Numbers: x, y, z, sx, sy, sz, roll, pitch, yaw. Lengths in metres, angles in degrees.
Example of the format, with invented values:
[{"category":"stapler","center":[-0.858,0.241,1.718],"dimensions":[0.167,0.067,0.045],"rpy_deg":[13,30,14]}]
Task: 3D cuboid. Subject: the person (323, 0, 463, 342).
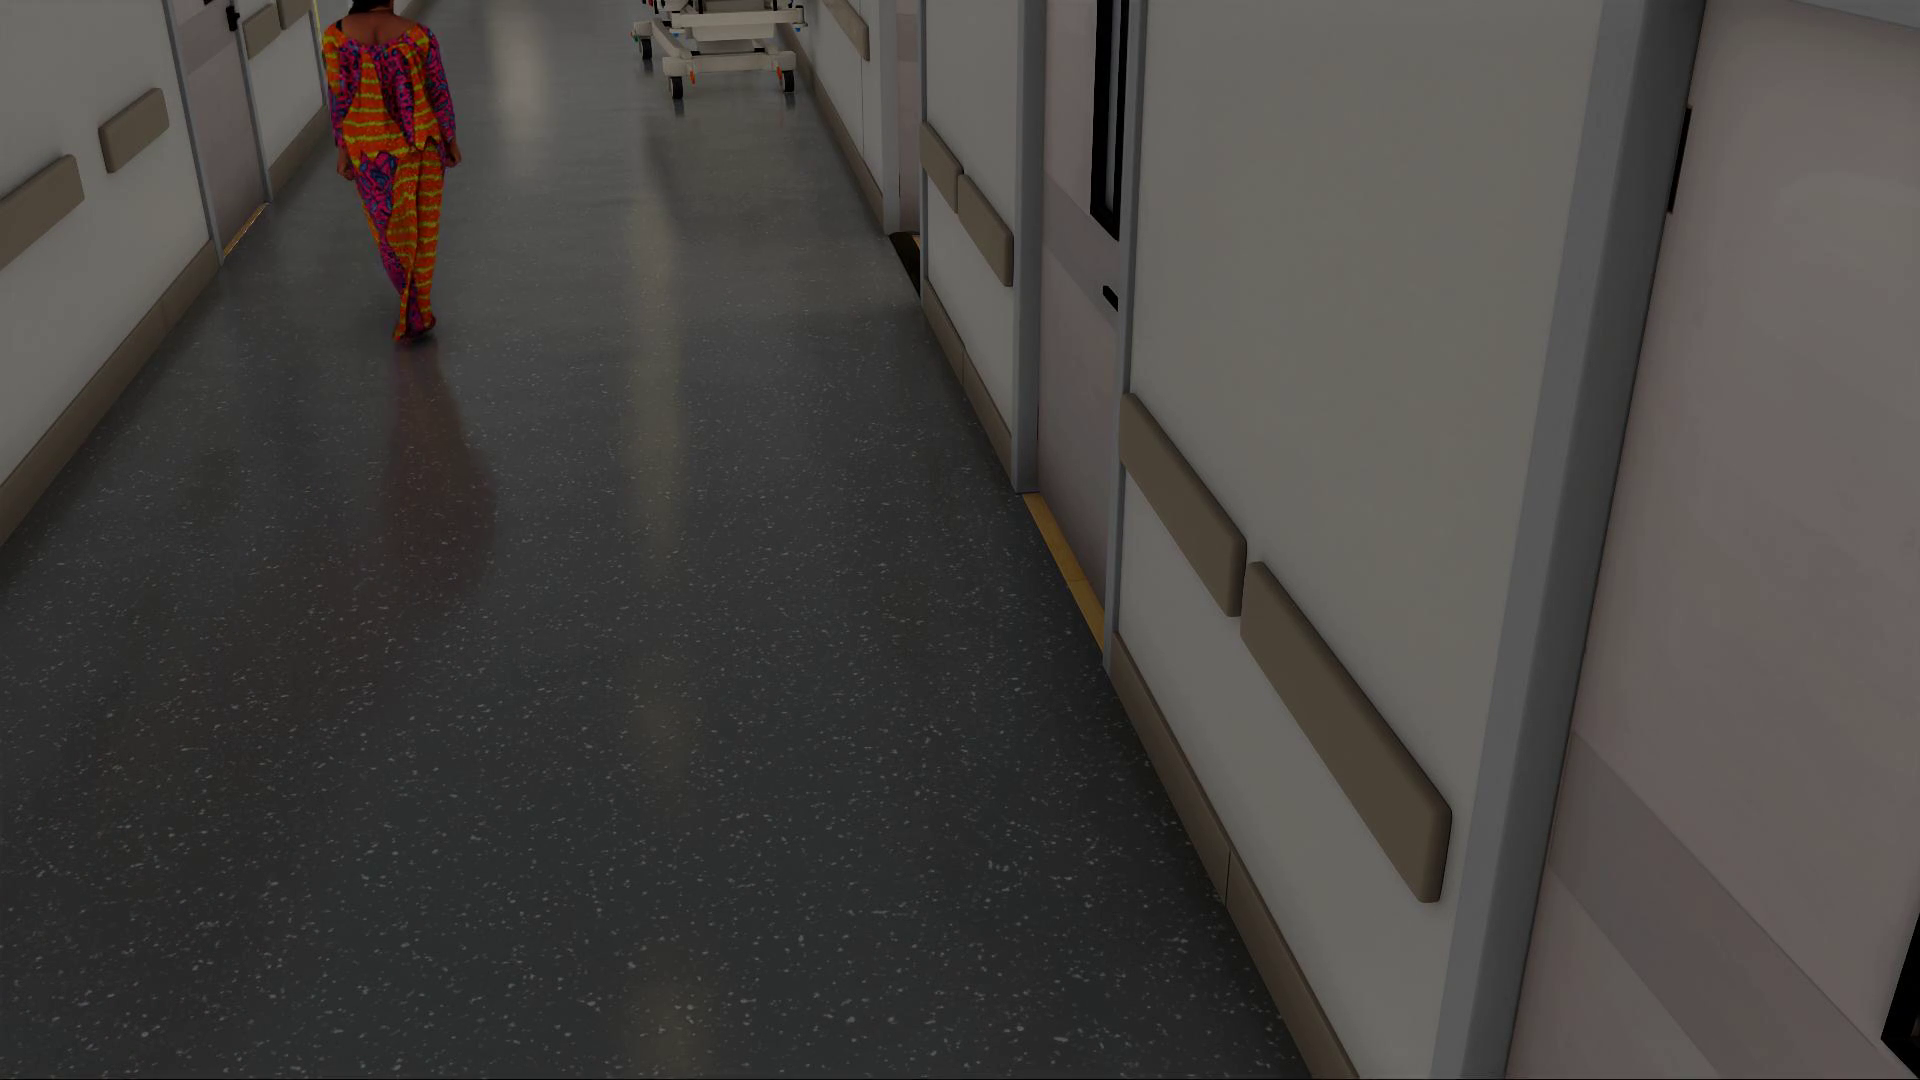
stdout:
[{"category":"person","center":[-2.507,-1.713,7.318],"dimensions":[1.065,1.641,0.793],"rpy_deg":[-2,26,-4]}]
